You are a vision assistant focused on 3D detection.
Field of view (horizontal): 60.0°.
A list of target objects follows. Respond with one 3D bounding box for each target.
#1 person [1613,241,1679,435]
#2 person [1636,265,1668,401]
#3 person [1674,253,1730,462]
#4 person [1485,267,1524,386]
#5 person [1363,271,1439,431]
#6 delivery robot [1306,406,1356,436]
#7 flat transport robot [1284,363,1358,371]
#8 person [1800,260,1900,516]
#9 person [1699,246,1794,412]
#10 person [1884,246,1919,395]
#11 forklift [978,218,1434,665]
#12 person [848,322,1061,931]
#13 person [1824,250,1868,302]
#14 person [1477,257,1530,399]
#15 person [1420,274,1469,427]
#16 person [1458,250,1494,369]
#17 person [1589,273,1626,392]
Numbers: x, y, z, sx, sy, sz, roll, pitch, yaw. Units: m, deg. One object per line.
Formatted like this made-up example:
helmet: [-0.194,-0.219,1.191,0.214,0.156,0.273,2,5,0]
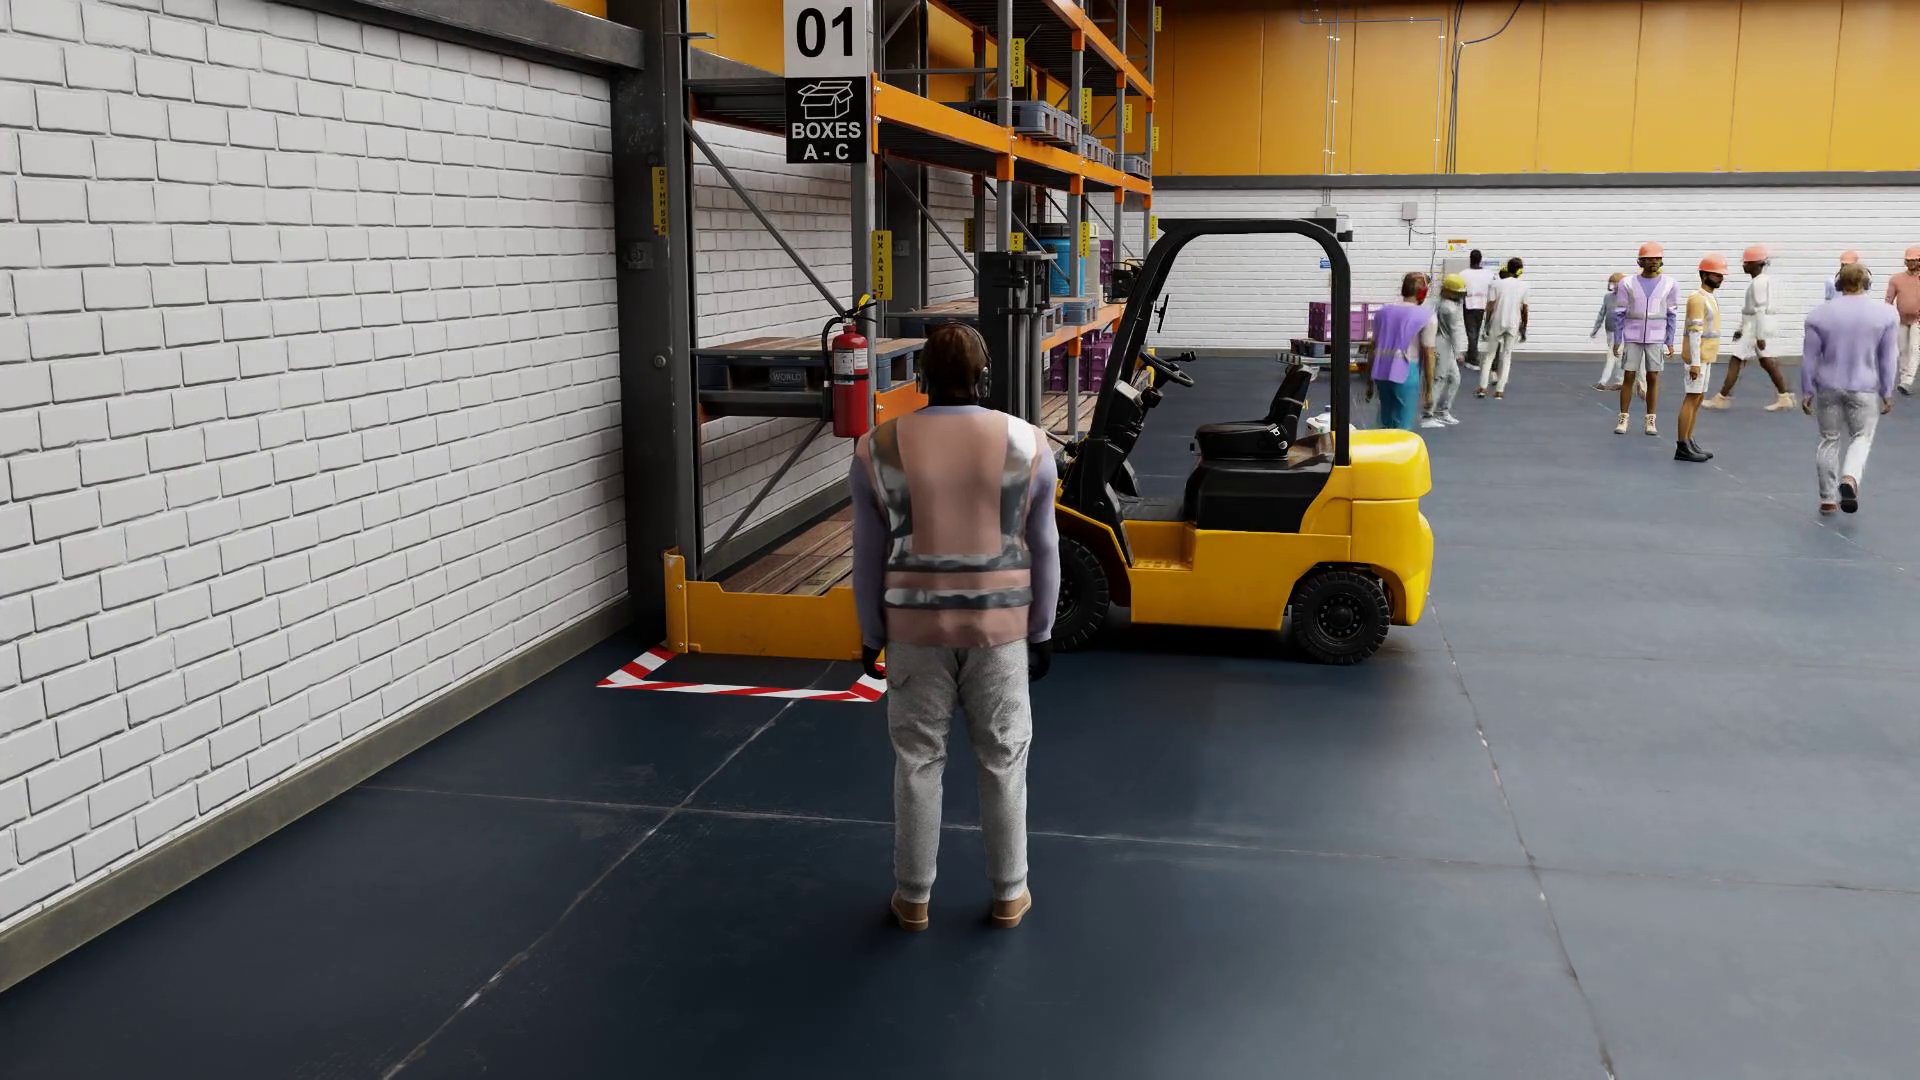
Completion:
person: [7.244,-2.131,17.606,0.615,2.047,0.357,4,11,20]
person: [8.883,-2.727,21.461,0.534,1.833,0.868,2,10,8]
person: [6.956,-1.701,15.561,0.368,1.933,0.552,7,13,34]
person: [7.665,-2.984,23.342,0.547,1.655,0.818,1,10,7]
person: [3.515,-1.234,13.306,0.474,1.818,0.587,-7,13,-35]
delivery robot: [3.368,-0.979,15.132,0.477,0.478,0.707,0,10,2]
flat transport robot: [5.904,-2.827,26.296,0.652,0.197,1.431,-9,14,-41]
person: [6.563,-1.106,12.339,0.636,1.921,0.577,6,12,30]
person: [9.503,-2.512,19.888,1.066,1.993,0.625,6,12,30]
person: [12.622,-2.914,22.129,0.659,1.956,0.966,9,14,42]
forklift: [1.285,-0.567,8.635,2.313,2.155,1.214,2,11,11]
person: [-0.014,0.272,5.003,0.626,1.844,0.429,0,10,-2]
person: [11.770,-2.897,22.179,0.544,1.921,0.479,8,13,38]
person: [7.069,-2.740,21.547,0.575,1.826,0.442,3,11,14]
person: [5.313,-2.049,18.143,0.519,1.694,0.568,2,11,11]
person: [8.162,-3.678,26.566,0.615,1.872,0.960,-2,10,-8]
person: [8.810,-2.803,22.532,0.650,1.610,0.509,-3,11,-17]
